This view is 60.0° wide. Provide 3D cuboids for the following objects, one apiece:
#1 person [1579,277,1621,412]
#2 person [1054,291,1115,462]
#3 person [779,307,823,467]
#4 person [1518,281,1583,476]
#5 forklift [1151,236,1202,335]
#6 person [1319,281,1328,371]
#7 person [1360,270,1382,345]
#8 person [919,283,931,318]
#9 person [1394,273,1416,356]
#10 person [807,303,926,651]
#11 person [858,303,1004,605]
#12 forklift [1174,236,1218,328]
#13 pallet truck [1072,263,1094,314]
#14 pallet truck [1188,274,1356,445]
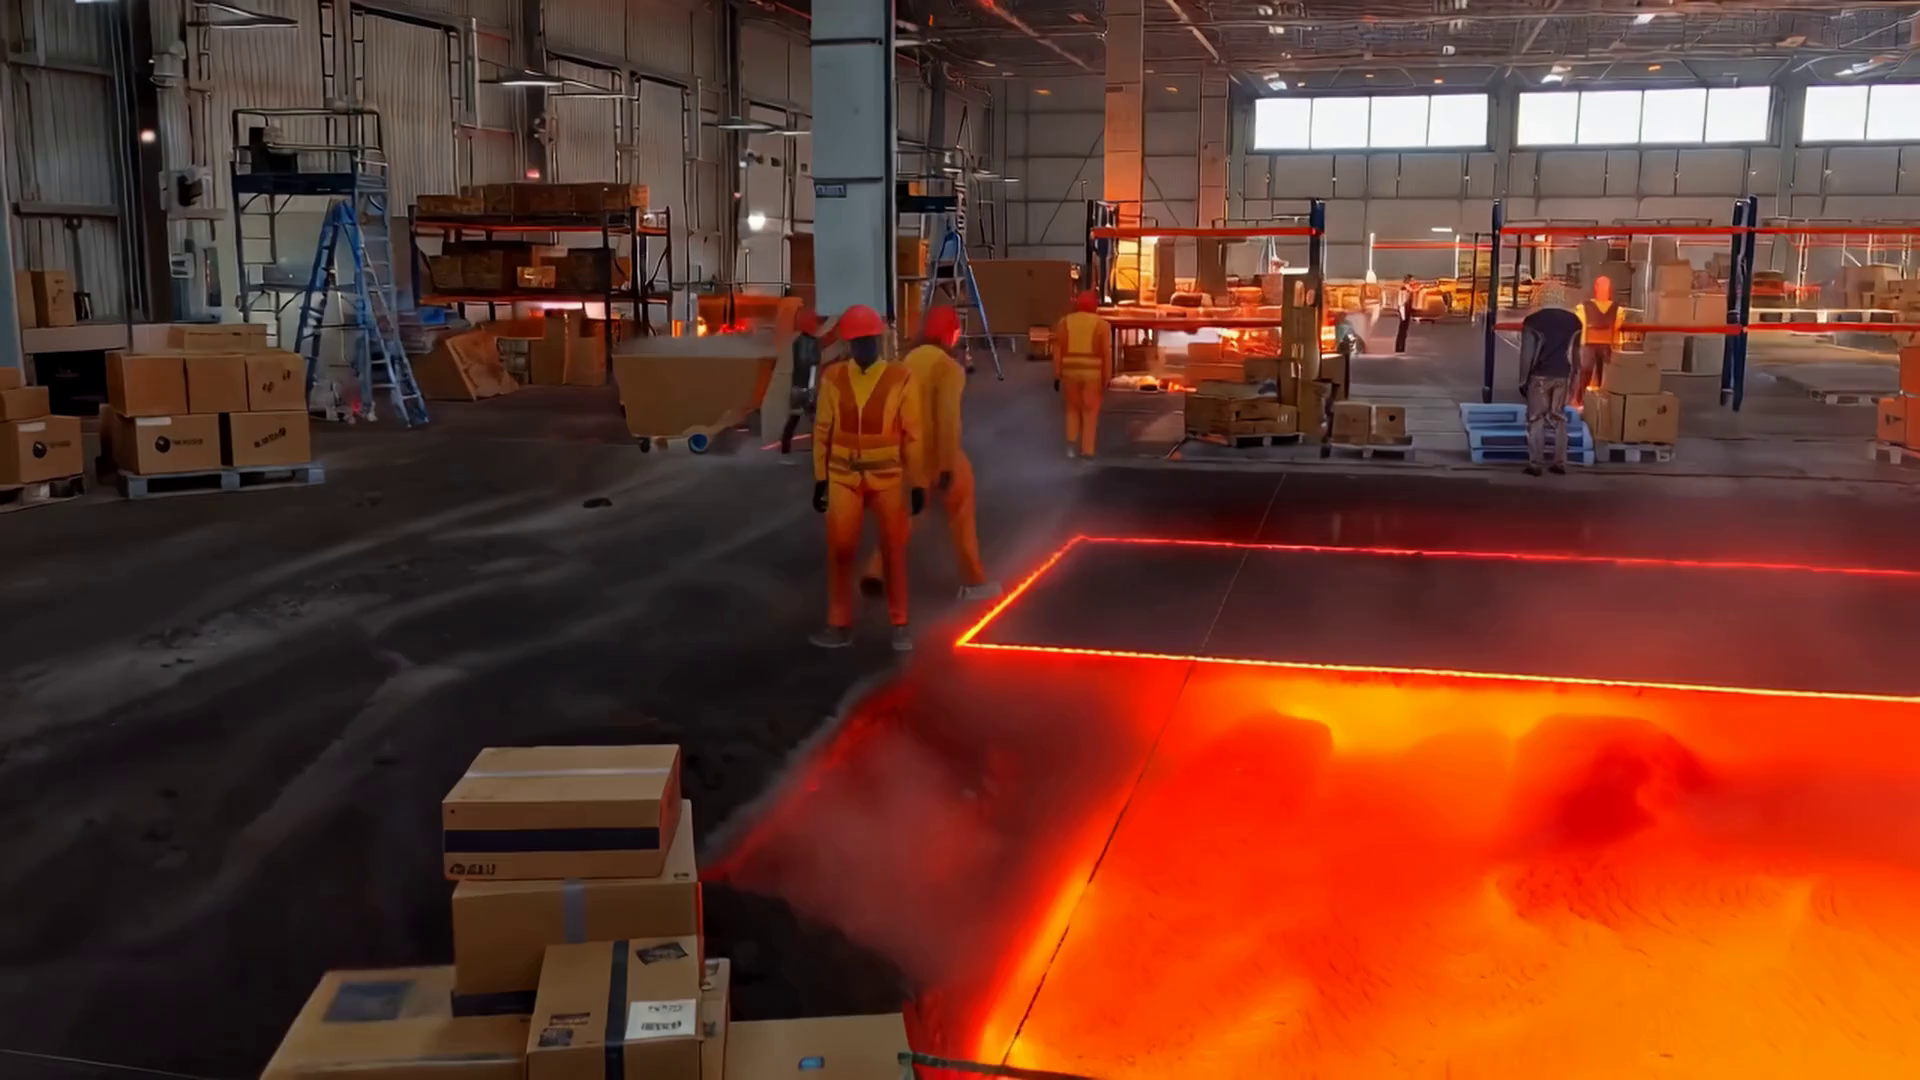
[{"bbox_3d":[8.973,-2.740,23.411,0.584,1.911,0.391,0,10,-3],"label":"person"},{"bbox_3d":[1.333,-1.739,17.747,0.650,1.823,0.464,3,10,18],"label":"person"},{"bbox_3d":[-1.528,-1.596,17.386,0.856,1.646,0.556,-6,11,-30],"label":"person"},{"bbox_3d":[5.861,-1.599,16.587,0.630,1.940,0.372,-2,10,-11],"label":"person"},{"bbox_3d":[5.866,-7.214,46.878,1.873,2.768,1.129,2,10,14],"label":"forklift"},{"bbox_3d":[6.897,-4.113,31.996,0.486,1.738,0.321,-5,11,-27],"label":"person"},{"bbox_3d":[10.322,-5.860,41.899,0.582,1.865,0.666,-2,10,-13],"label":"person"},{"bbox_3d":[-0.955,-7.357,50.530,0.544,1.930,0.389,-4,10,-23],"label":"person"},{"bbox_3d":[9.870,-4.977,36.818,0.366,1.833,0.520,6,11,31],"label":"person"},{"bbox_3d":[-0.511,-0.328,9.178,0.652,1.923,0.524,2,10,13],"label":"person"},{"bbox_3d":[-0.188,-0.526,10.391,0.991,1.904,0.628,-8,12,-38],"label":"person"},{"bbox_3d":[7.487,-7.833,50.525,1.873,2.768,1.129,-2,10,-13],"label":"forklift"},{"bbox_3d":[4.325,-8.180,55.162,0.823,1.965,1.885,6,11,31],"label":"pallet truck"},{"bbox_3d":[3.653,-2.138,19.590,1.885,1.965,0.823,-4,10,-20],"label":"pallet truck"}]
